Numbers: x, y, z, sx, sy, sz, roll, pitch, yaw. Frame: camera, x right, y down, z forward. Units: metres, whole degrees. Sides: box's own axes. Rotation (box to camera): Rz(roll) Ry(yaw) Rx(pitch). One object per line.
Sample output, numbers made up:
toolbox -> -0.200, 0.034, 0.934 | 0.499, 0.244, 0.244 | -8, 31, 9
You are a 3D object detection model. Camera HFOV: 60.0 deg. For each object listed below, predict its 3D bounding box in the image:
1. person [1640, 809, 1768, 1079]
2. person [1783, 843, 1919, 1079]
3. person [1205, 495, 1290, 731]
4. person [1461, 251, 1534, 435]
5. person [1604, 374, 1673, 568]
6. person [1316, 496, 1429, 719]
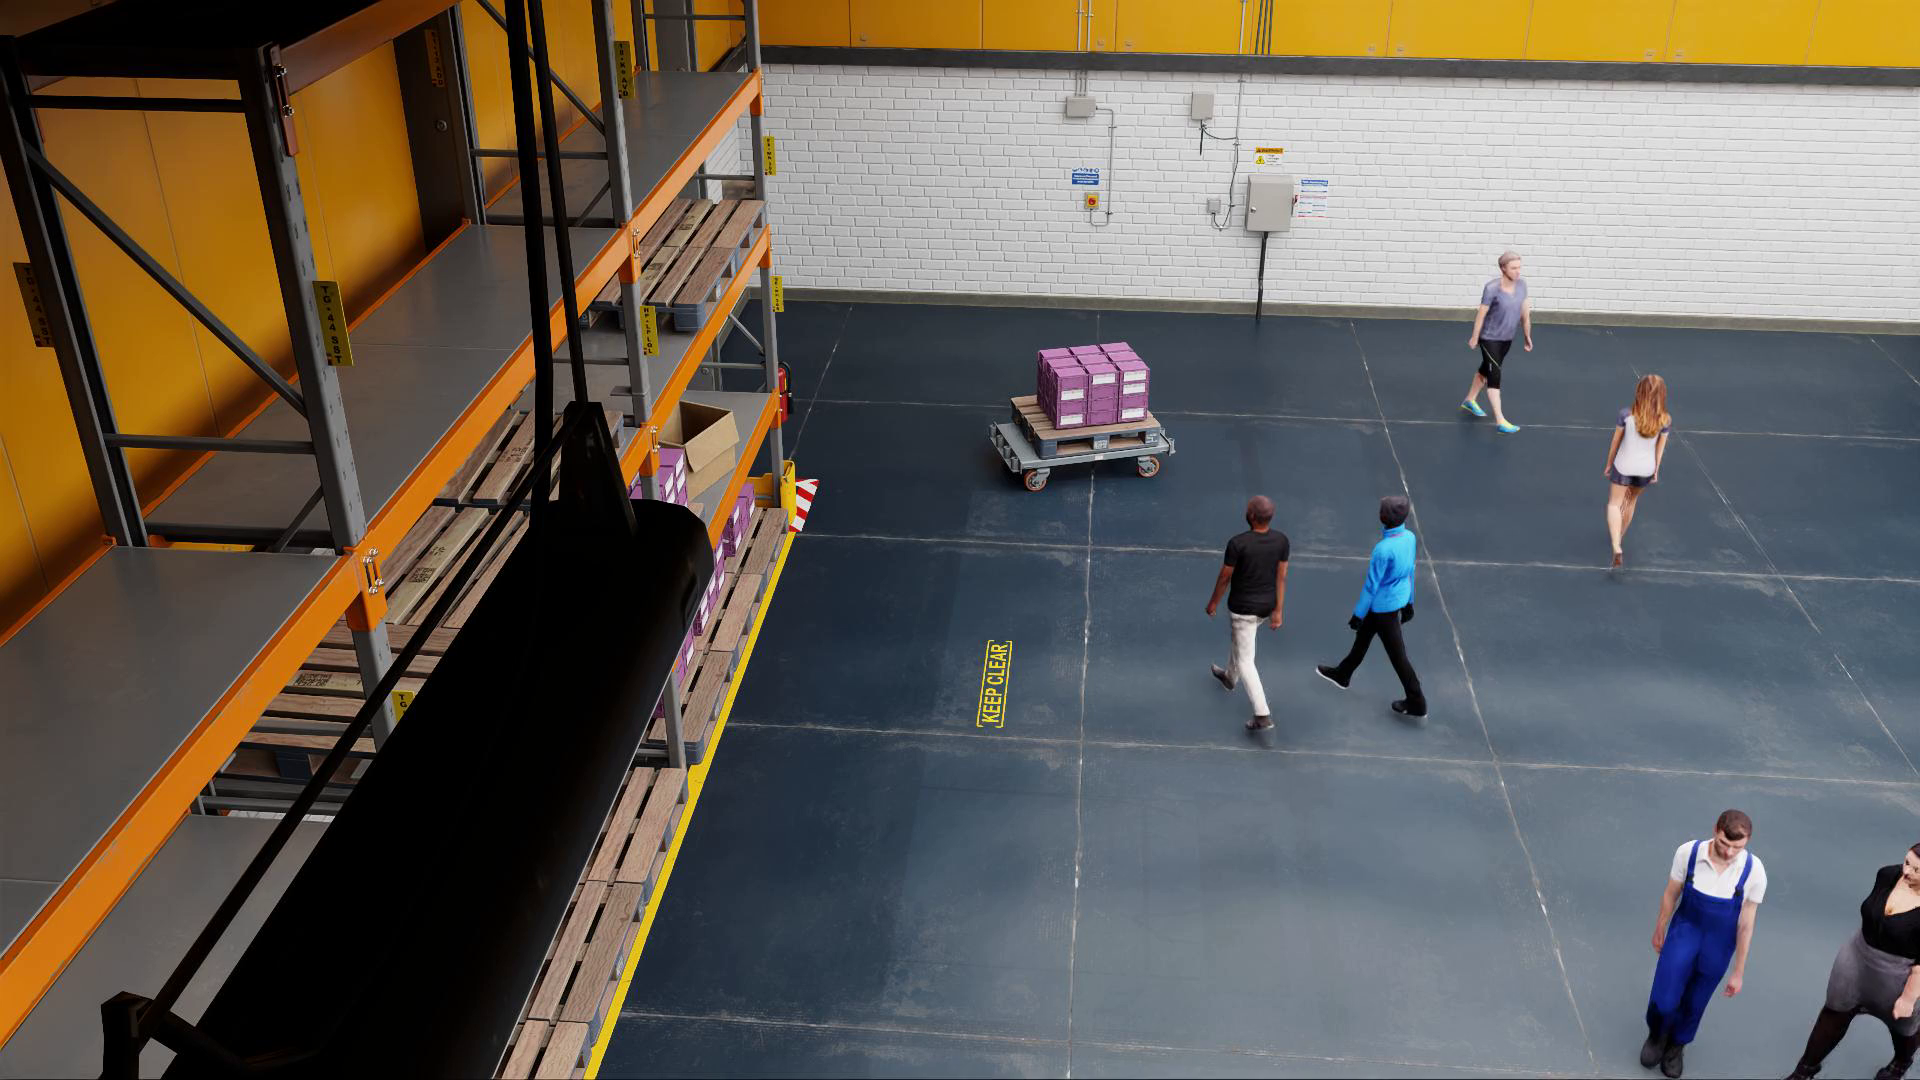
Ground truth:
person -> 4.094, 2.156, 9.164 | 0.722, 1.833, 0.760 | 12, 31, 21
person -> 5.076, 2.327, 8.966 | 0.965, 1.723, 1.033 | -10, 30, -17
person -> 2.159, 0.561, 12.156 | 1.073, 1.767, 1.336 | -12, 31, -21
person -> 5.372, -2.047, 16.859 | 1.074, 1.842, 1.290 | -14, 32, -24
person -> 5.794, -0.574, 14.297 | 0.668, 1.709, 1.008 | 5, 29, 10
person -> 3.225, 0.538, 12.220 | 1.129, 1.748, 1.189 | 22, 36, 35
